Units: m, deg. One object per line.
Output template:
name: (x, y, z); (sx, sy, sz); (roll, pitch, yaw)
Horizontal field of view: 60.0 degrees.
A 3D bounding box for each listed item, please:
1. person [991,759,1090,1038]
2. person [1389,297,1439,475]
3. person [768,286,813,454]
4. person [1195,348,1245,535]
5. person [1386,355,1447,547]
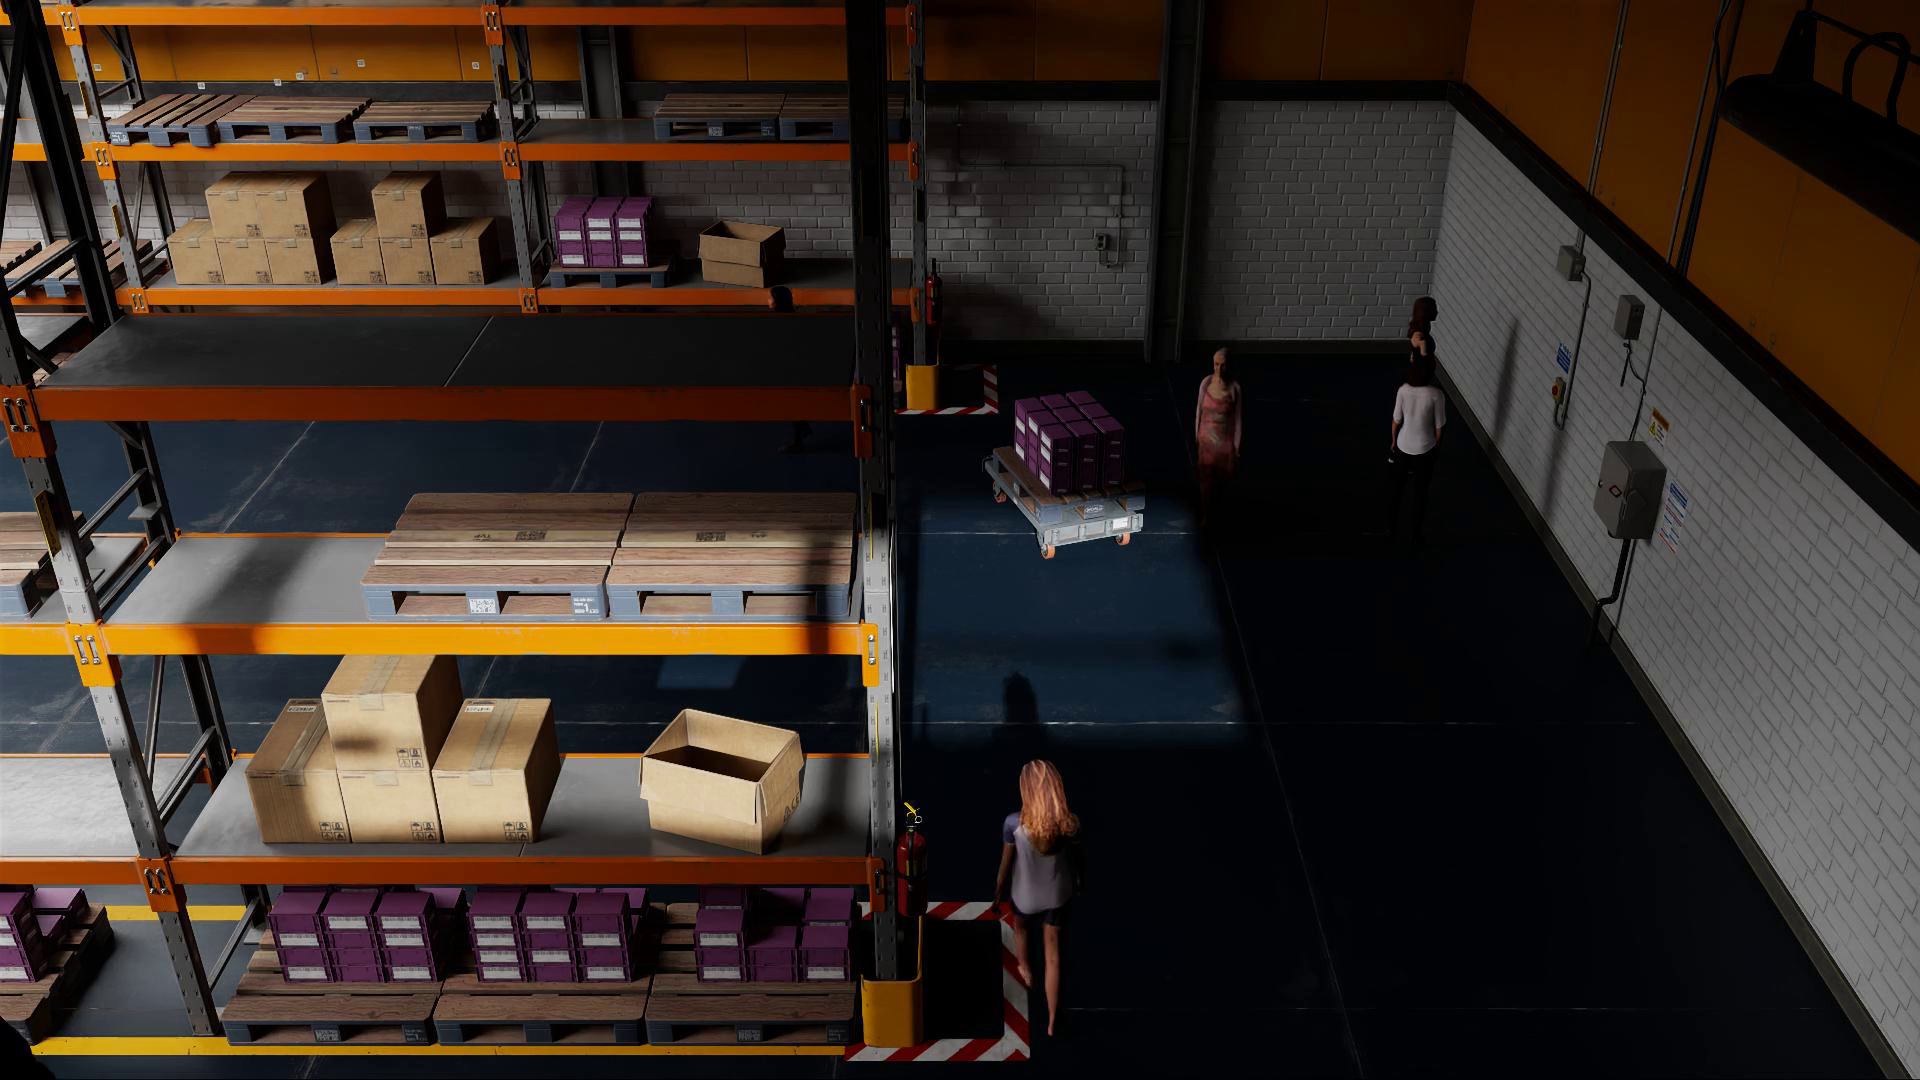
person: (0.458, 2.085, 9.433); (0.799, 1.681, 0.802); (1, 29, 2)
person: (4.345, -1.500, 15.937); (0.530, 1.747, 0.585); (2, 29, 4)
person: (-1.593, -1.640, 16.213); (0.603, 1.728, 0.559); (-1, 29, -1)
person: (2.349, -0.952, 15.031); (1.060, 1.652, 0.840); (7, 29, 13)
person: (3.981, -0.780, 14.566); (0.625, 1.795, 0.742); (16, 32, 26)
